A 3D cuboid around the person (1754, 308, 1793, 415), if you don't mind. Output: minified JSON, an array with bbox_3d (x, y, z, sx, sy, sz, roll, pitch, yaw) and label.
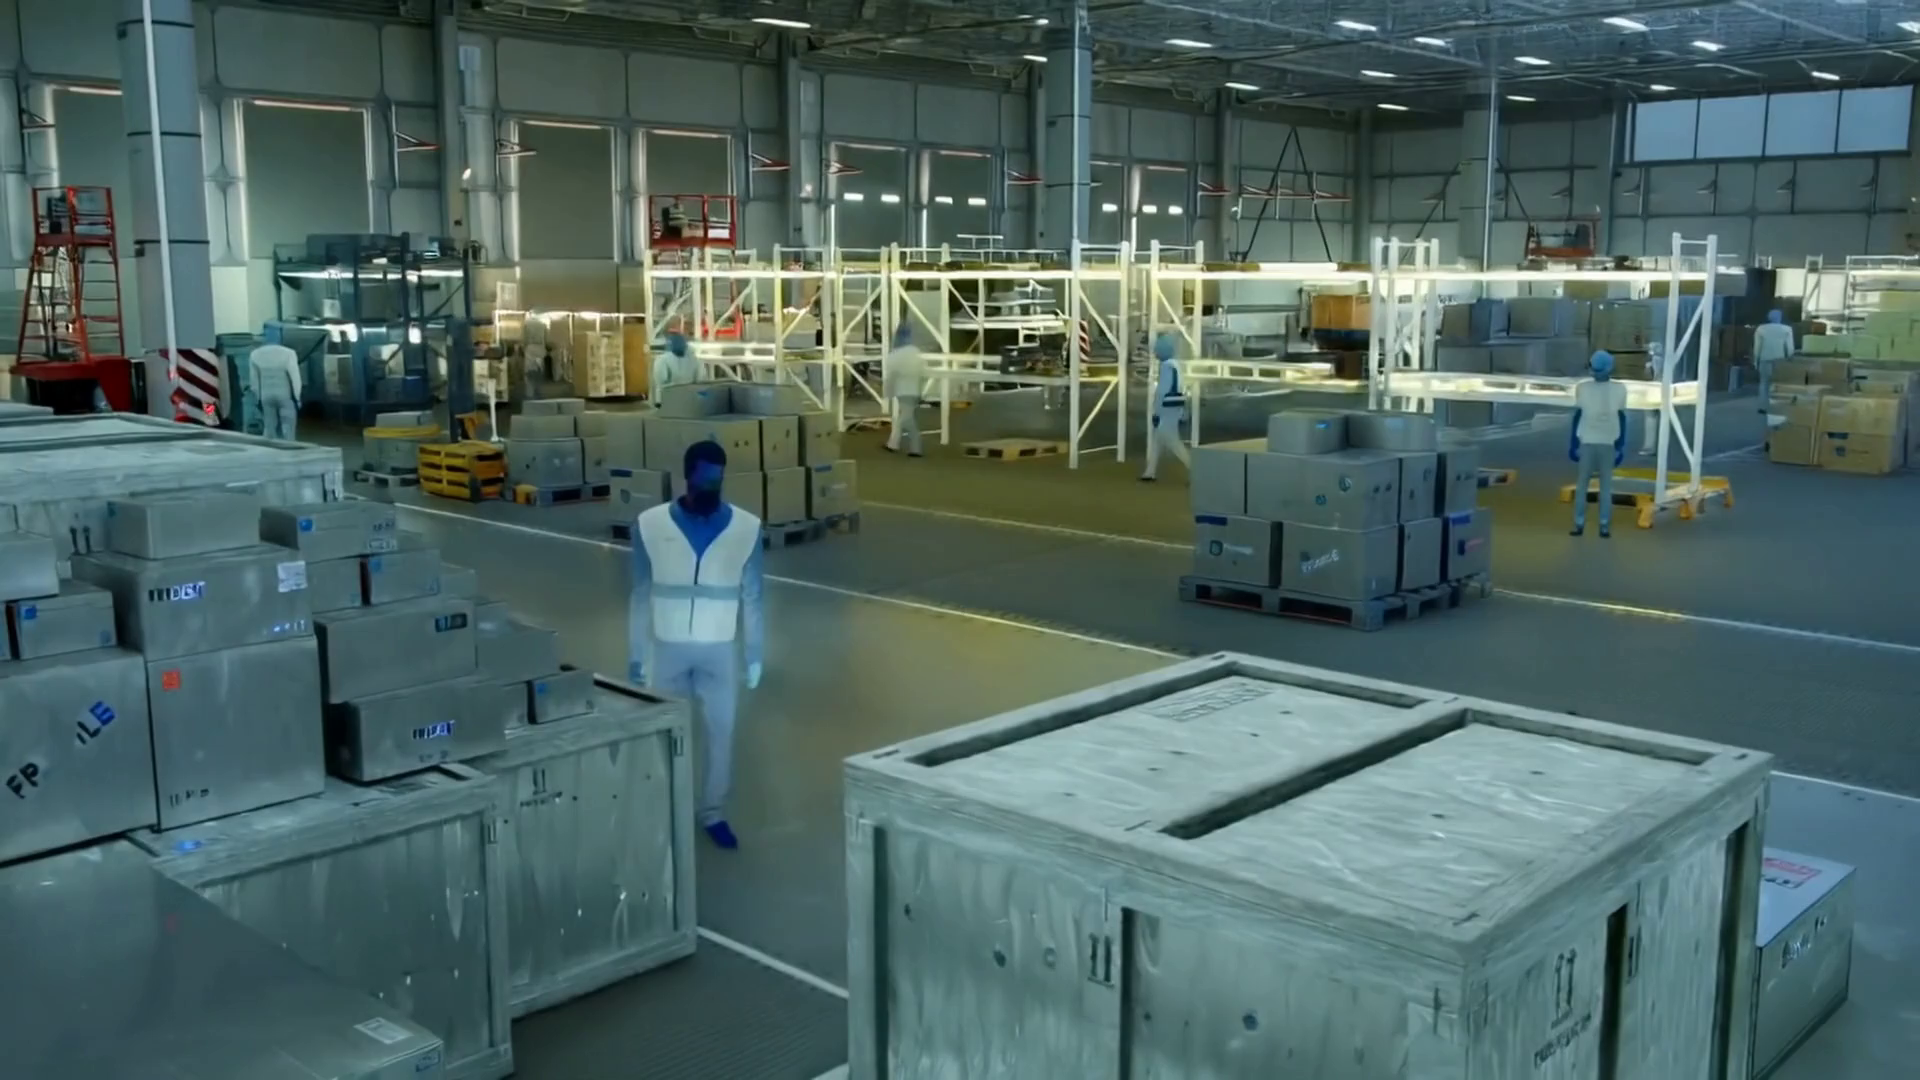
[{"bbox_3d":[14.769,-3.233,30.251,0.629,1.939,0.372,4,10,23],"label":"person"}]

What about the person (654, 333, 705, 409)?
[{"bbox_3d":[-3.605,-1.777,21.664,0.693,1.816,0.669,9,13,43],"label":"person"}]

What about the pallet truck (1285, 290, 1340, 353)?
[{"bbox_3d":[11.297,-6.951,52.861,1.885,1.965,0.823,-5,11,-29],"label":"pallet truck"}]

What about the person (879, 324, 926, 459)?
[{"bbox_3d":[-0.829,-2.101,23.486,0.974,1.871,0.613,8,12,39],"label":"person"}]

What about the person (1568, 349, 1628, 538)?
[{"bbox_3d":[6.313,-0.952,16.469,0.513,1.872,0.328,4,10,23],"label":"person"}]

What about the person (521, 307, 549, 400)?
[{"bbox_3d":[-8.476,-3.706,33.270,0.540,1.891,0.820,-1,9,-6],"label":"person"}]

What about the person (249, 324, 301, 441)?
[{"bbox_3d":[-8.883,-1.829,21.639,0.627,1.940,0.370,0,9,1],"label":"person"}]

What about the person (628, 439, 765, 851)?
[{"bbox_3d":[-1.196,0.483,7.580,0.616,1.903,0.413,-2,10,-13],"label":"person"}]

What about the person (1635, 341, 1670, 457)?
[{"bbox_3d":[9.839,-1.999,23.592,0.514,1.642,0.310,-5,11,-30],"label":"person"}]

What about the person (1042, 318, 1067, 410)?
[{"bbox_3d":[1.795,-3.316,31.396,0.485,1.736,0.345,-2,9,-12],"label":"person"}]

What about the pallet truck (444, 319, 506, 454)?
[{"bbox_3d":[-6.981,-1.942,22.150,1.885,1.965,0.823,1,9,9],"label":"pallet truck"}]

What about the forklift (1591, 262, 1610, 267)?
[{"bbox_3d":[17.448,-6.206,45.597,1.873,2.768,1.129,3,10,17],"label":"forklift"}]

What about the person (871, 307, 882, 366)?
[{"bbox_3d":[-2.209,-5.407,44.524,0.324,1.631,0.521,-2,9,-9],"label":"person"}]

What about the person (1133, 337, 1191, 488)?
[{"bbox_3d":[2.590,-1.556,20.265,0.936,1.850,0.579,4,10,23],"label":"person"}]

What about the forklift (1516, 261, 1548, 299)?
[{"bbox_3d":[12.922,-4.937,37.814,1.873,2.768,1.129,9,13,43],"label":"forklift"}]
